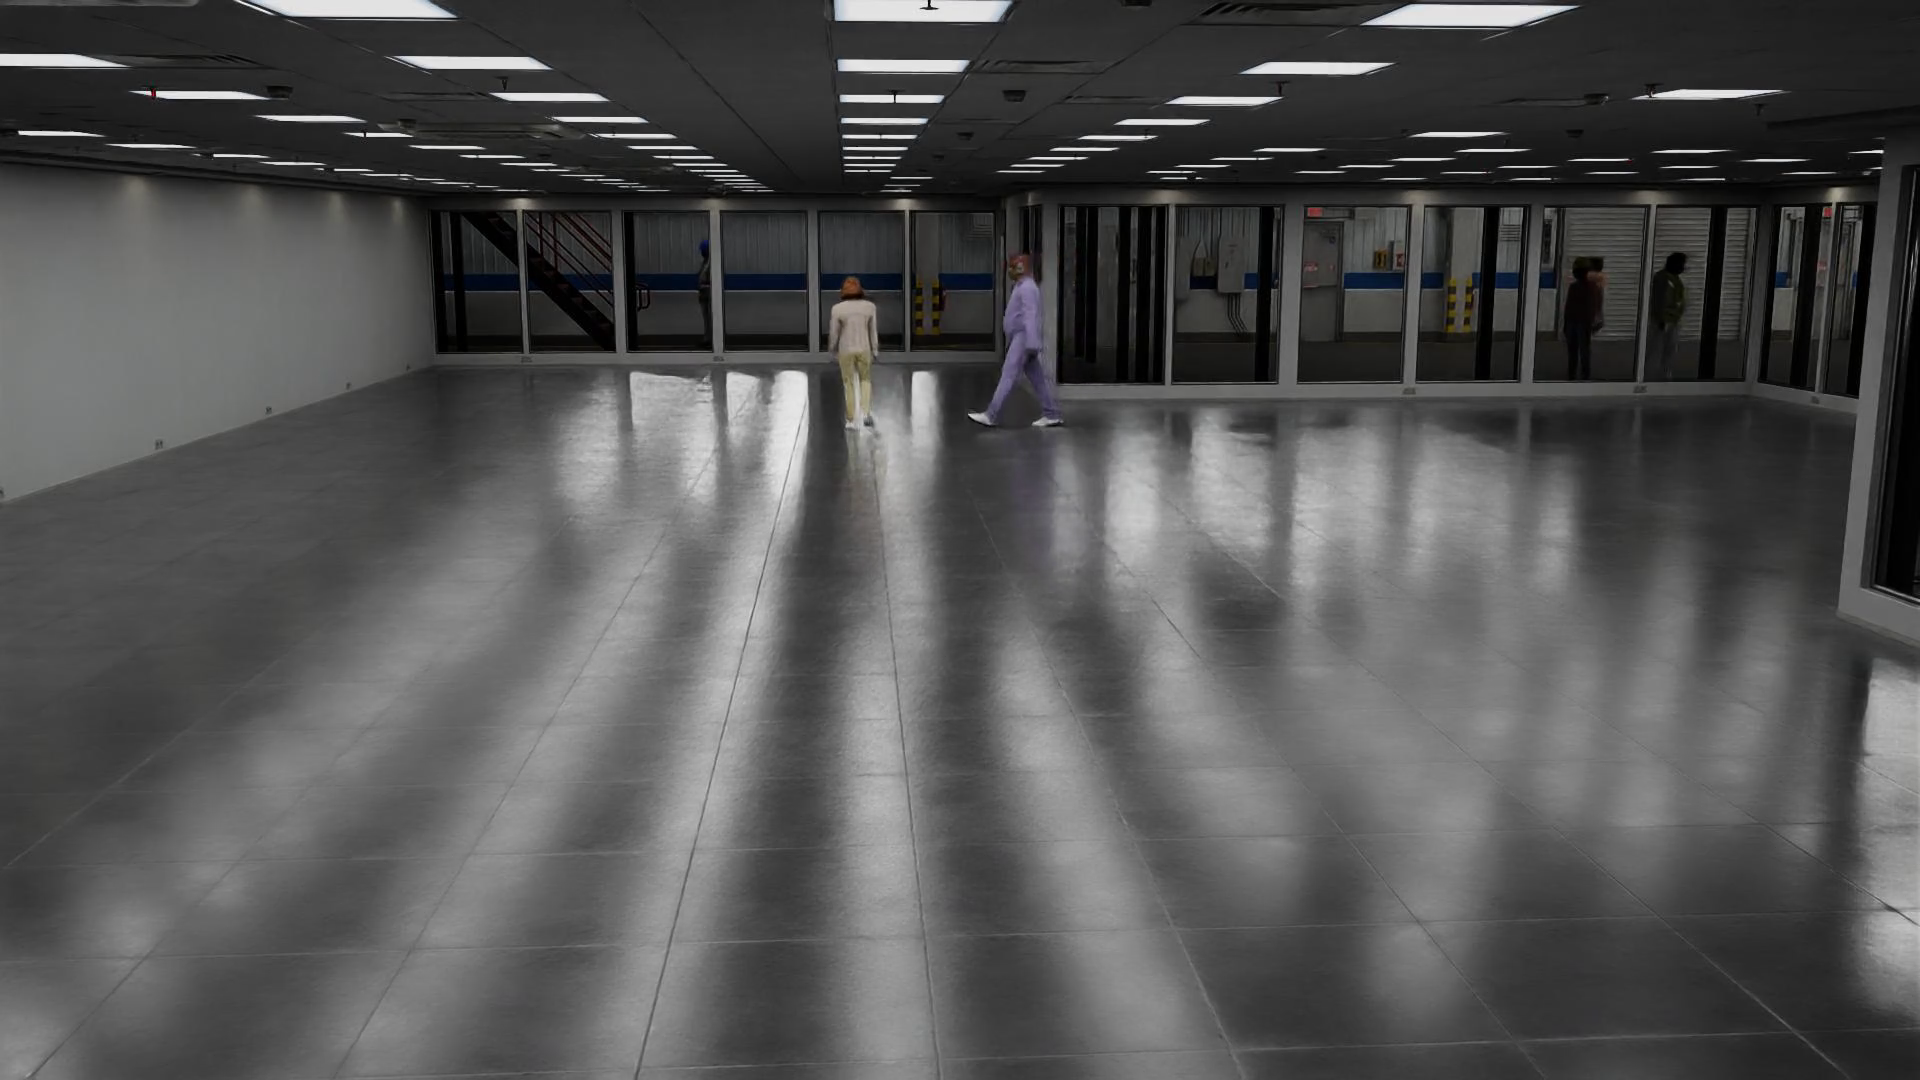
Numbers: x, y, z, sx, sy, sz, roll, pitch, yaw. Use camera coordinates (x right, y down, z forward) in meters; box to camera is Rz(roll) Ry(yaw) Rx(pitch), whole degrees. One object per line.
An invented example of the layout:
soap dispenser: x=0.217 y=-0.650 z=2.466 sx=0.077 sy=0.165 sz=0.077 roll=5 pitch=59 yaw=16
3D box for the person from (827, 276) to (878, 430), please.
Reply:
person: x=-1.137 y=-1.974 z=17.563 sx=0.533 sy=1.620 sz=0.362 roll=-3 pitch=11 yaw=-16

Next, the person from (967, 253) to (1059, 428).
person: x=0.610 y=-2.116 z=17.746 sx=1.011 sy=1.850 sz=0.673 roll=0 pitch=11 yaw=2
